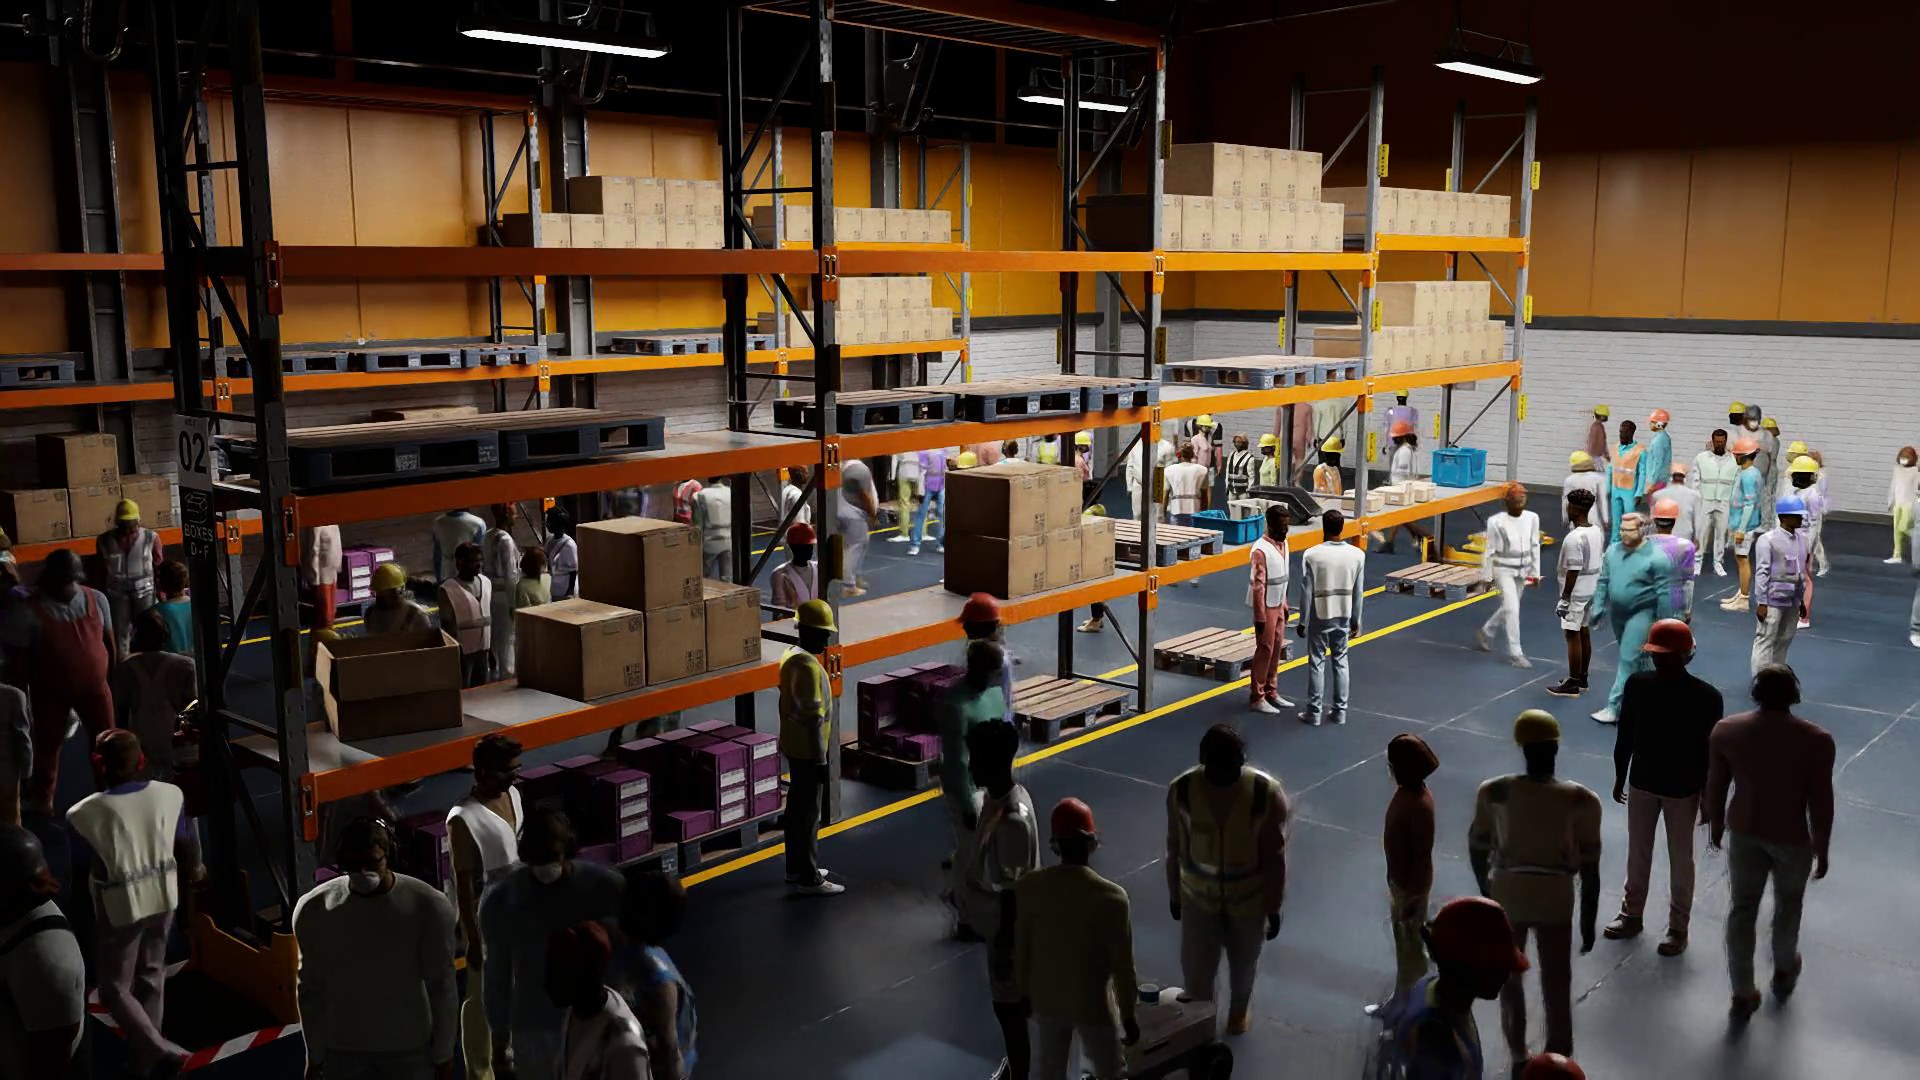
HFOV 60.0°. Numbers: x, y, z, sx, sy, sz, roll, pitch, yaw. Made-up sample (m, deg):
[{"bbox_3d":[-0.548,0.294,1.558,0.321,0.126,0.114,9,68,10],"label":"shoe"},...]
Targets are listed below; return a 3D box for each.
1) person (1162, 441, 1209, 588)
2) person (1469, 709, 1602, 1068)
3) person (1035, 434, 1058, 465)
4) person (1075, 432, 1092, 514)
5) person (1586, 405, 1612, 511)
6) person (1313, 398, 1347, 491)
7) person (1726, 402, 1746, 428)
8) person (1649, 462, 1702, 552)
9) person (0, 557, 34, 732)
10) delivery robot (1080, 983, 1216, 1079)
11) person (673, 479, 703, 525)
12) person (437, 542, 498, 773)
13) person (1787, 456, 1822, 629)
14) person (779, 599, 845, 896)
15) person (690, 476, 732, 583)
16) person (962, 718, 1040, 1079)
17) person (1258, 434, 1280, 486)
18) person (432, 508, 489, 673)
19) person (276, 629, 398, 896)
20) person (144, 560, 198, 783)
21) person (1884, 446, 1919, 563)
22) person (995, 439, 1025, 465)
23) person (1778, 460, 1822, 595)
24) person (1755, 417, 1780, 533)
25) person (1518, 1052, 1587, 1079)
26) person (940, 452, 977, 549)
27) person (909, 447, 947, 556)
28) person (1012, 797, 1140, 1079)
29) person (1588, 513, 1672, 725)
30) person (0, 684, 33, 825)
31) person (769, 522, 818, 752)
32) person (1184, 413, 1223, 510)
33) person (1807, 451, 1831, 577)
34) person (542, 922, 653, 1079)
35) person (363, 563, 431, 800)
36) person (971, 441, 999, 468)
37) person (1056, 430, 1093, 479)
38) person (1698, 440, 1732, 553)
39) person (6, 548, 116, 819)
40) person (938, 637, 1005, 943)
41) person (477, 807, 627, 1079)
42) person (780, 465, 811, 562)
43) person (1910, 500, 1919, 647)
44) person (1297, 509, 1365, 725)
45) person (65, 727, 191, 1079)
[{"bbox_3d":[2.806,-0.307,20.734,0.565,1.836,0.390,0,10,2],"label":"person"},{"bbox_3d":[2.804,1.783,8.150,0.606,1.867,0.645,3,10,15],"label":"person"},{"bbox_3d":[1.333,-0.937,24.963,0.566,1.670,0.568,7,12,37],"label":"person"},{"bbox_3d":[1.629,-0.580,22.560,0.304,1.772,0.525,0,10,-2],"label":"person"},{"bbox_3d":[10.471,-1.343,27.211,0.611,1.742,0.524,5,11,29],"label":"person"},{"bbox_3d":[6.491,-1.803,29.211,0.614,1.987,0.403,-1,10,-7],"label":"person"},{"bbox_3d":[11.919,-1.163,25.564,0.385,1.925,0.591,4,10,20],"label":"person"},{"bbox_3d":[8.481,-0.069,19.728,0.568,1.704,0.909,4,10,22],"label":"person"},{"bbox_3d":[-8.294,0.818,14.115,0.863,1.796,0.639,-8,12,-39],"label":"person"},{"bbox_3d":[0.913,2.403,8.086,0.707,0.478,0.477,-8,13,-40],"label":"delivery robot"},{"bbox_3d":[-3.351,-0.190,20.460,0.531,1.690,0.319,9,13,44],"label":"person"},{"bbox_3d":[-3.962,0.923,13.365,0.373,1.840,0.572,4,10,22],"label":"person"},{"bbox_3d":[9.314,0.027,18.461,0.367,1.927,0.584,1,10,5],"label":"person"},{"bbox_3d":[-0.968,1.327,10.733,0.382,1.917,0.585,-4,10,-21],"label":"person"},{"bbox_3d":[-2.698,0.038,18.397,0.623,1.919,0.733,-3,10,-19],"label":"person"},{"bbox_3d":[0.196,1.794,7.847,0.373,1.951,0.606,0,10,-2],"label":"person"},{"bbox_3d":[4.161,-0.557,22.463,0.332,1.760,0.526,-1,10,-4],"label":"person"},{"bbox_3d":[-4.882,0.390,16.329,0.597,1.920,0.405,4,10,21],"label":"person"},{"bbox_3d":[-4.008,1.408,10.845,0.537,1.721,0.915,6,11,30],"label":"person"},{"bbox_3d":[-5.823,1.067,12.482,0.390,1.850,0.565,8,12,39],"label":"person"},{"bbox_3d":[12.688,-0.463,22.282,0.419,1.620,0.555,-2,10,-11],"label":"person"},{"bbox_3d":[0.643,-0.401,21.258,0.517,1.844,0.329,-5,11,-26],"label":"person"},{"bbox_3d":[10.080,-0.120,20.015,0.717,1.696,0.499,2,10,12],"label":"person"},{"bbox_3d":[12.125,-0.975,25.019,0.321,1.737,0.485,9,13,43],"label":"person"},{"bbox_3d":[1.740,2.367,5.034,0.561,1.743,0.336,0,10,2],"label":"person"},{"bbox_3d":[0.094,-0.102,19.410,0.608,1.869,1.036,5,11,28],"label":"person"},{"bbox_3d":[-0.359,-0.718,23.052,0.635,1.878,0.668,7,12,36],"label":"person"},{"bbox_3d":[0.502,1.997,7.282,0.595,1.729,0.446,6,11,31],"label":"person"},{"bbox_3d":[5.846,0.693,14.670,0.928,1.860,0.638,-4,10,-23],"label":"person"},{"bbox_3d":[-6.092,1.475,10.372,0.554,1.743,0.348,-4,10,-23],"label":"person"},{"bbox_3d":[-1.305,0.807,13.763,0.353,1.942,0.545,9,13,44],"label":"person"},{"bbox_3d":[3.716,-1.178,25.372,0.612,2.029,0.409,4,10,24],"label":"person"},{"bbox_3d":[11.109,-0.342,21.626,0.342,1.615,0.589,0,10,-2],"label":"person"},{"bbox_3d":[-1.264,2.196,5.716,0.623,1.861,0.612,-4,10,-25],"label":"person"},{"bbox_3d":[-4.269,1.067,12.596,0.592,1.817,0.414,3,10,17],"label":"person"},{"bbox_3d":[0.337,-0.752,23.064,0.409,1.949,0.701,-6,11,-32],"label":"person"},{"bbox_3d":[1.645,-0.869,23.468,0.608,2.044,0.371,-6,11,-34],"label":"person"},{"bbox_3d":[10.509,-0.596,23.153,0.557,1.608,0.504,-6,11,-31],"label":"person"},{"bbox_3d":[-6.536,1.020,12.193,0.543,2.000,0.721,8,12,39],"label":"person"},{"bbox_3d":[0.100,1.487,9.834,0.447,1.903,0.675,6,11,31],"label":"person"},{"bbox_3d":[-1.642,1.974,6.883,0.637,1.920,0.632,-2,10,-10],"label":"person"},{"bbox_3d":[-1.804,0.045,18.521,0.386,1.880,0.581,-2,10,-11],"label":"person"},{"bbox_3d":[10.373,0.193,17.536,0.651,1.905,0.403,-1,10,-4],"label":"person"},{"bbox_3d":[3.260,0.683,14.616,0.597,1.908,0.401,-3,10,-16],"label":"person"},{"bbox_3d":[-3.958,1.827,8.045,0.628,1.816,0.586,8,12,38],"label":"person"}]
